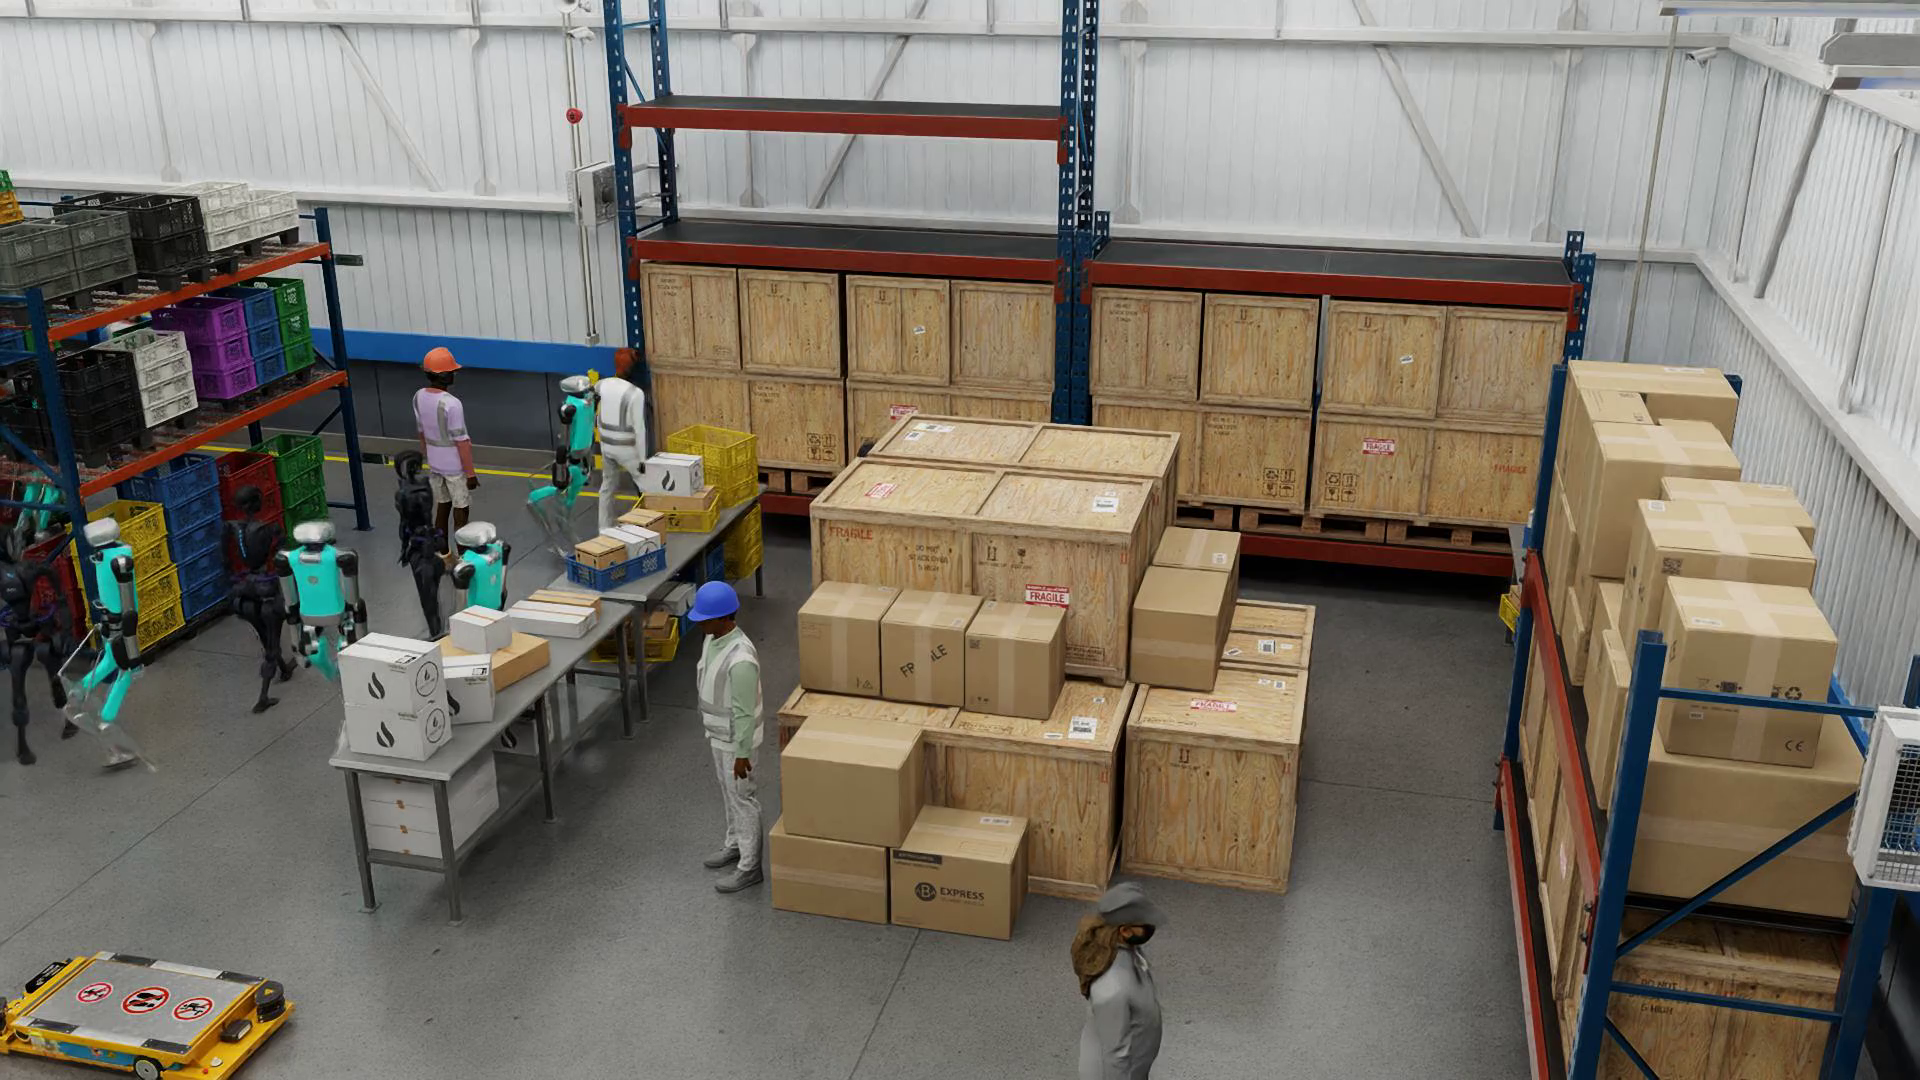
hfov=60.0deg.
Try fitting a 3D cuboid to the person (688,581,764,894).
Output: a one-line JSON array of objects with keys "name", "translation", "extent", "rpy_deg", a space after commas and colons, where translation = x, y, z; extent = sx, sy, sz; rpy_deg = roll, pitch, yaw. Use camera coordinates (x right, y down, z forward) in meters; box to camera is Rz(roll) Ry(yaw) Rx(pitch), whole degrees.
[{"name": "person", "translation": [-1.352, 1.132, 9.751], "extent": [0.412, 1.939, 0.602], "rpy_deg": [-9, 23, -23]}]

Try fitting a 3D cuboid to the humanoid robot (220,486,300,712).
[{"name": "humanoid robot", "translation": [-5.067, 0.379, 12.135], "extent": [0.608, 1.622, 0.772], "rpy_deg": [3, 21, 9]}]

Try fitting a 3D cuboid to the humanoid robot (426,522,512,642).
[{"name": "humanoid robot", "translation": [-3.413, 0.667, 11.220], "extent": [0.874, 1.726, 0.560], "rpy_deg": [8, 22, 19]}]

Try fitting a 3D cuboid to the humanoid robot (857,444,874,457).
[{"name": "humanoid robot", "translation": [-0.675, 0.063, 12.945], "extent": [0.586, 1.634, 0.710], "rpy_deg": [4, 21, 11]}]

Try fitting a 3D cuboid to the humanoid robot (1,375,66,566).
[{"name": "humanoid robot", "translation": [-8.013, -0.430, 14.218], "extent": [0.546, 1.844, 0.855], "rpy_deg": [4, 21, 11]}]

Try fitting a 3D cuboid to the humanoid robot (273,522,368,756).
[{"name": "humanoid robot", "translation": [-4.230, 0.648, 11.391], "extent": [0.550, 1.836, 0.892], "rpy_deg": [-1, 21, -3]}]

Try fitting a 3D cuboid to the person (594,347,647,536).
[{"name": "person", "translation": [-3.009, -0.810, 14.941], "extent": [0.657, 1.865, 0.433], "rpy_deg": [13, 24, 30]}]

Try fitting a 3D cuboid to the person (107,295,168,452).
[{"name": "person", "translation": [-8.541, -1.700, 17.375], "extent": [0.668, 1.783, 0.471], "rpy_deg": [8, 22, 21]}]

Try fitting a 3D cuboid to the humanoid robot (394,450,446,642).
[{"name": "humanoid robot", "translation": [-4.171, 0.098, 12.806], "extent": [0.351, 1.653, 0.583], "rpy_deg": [-17, 27, -37]}]

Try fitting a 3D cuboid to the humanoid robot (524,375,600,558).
[{"name": "humanoid robot", "translation": [-3.532, -0.583, 14.547], "extent": [0.830, 1.778, 0.530], "rpy_deg": [7, 22, 17]}]

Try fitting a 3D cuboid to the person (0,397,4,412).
[{"name": "person", "translation": [-9.490, -1.225, 16.047], "extent": [0.429, 1.841, 0.632], "rpy_deg": [11, 23, 26]}]

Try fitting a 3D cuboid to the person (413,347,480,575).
[{"name": "person", "translation": [-4.367, -0.650, 14.266], "extent": [0.607, 2.044, 0.368], "rpy_deg": [15, 26, 34]}]

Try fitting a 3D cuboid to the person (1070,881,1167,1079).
[{"name": "person", "translation": [0.653, 2.239, 7.085], "extent": [0.396, 1.768, 0.563], "rpy_deg": [2, 21, 6]}]

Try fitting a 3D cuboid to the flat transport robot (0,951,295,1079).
[{"name": "flat transport robot", "translation": [-4.270, 2.464, 8.601], "extent": [1.431, 0.231, 0.659], "rpy_deg": [5, 22, 13]}]

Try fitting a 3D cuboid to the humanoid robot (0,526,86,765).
[{"name": "humanoid robot", "translation": [-6.328, 0.678, 11.355], "extent": [0.605, 1.637, 0.620], "rpy_deg": [-8, 22, -19]}]

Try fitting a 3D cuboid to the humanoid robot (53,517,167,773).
[{"name": "humanoid robot", "translation": [-5.720, 0.770, 10.971], "extent": [0.702, 1.801, 0.531], "rpy_deg": [-17, 27, -37]}]
